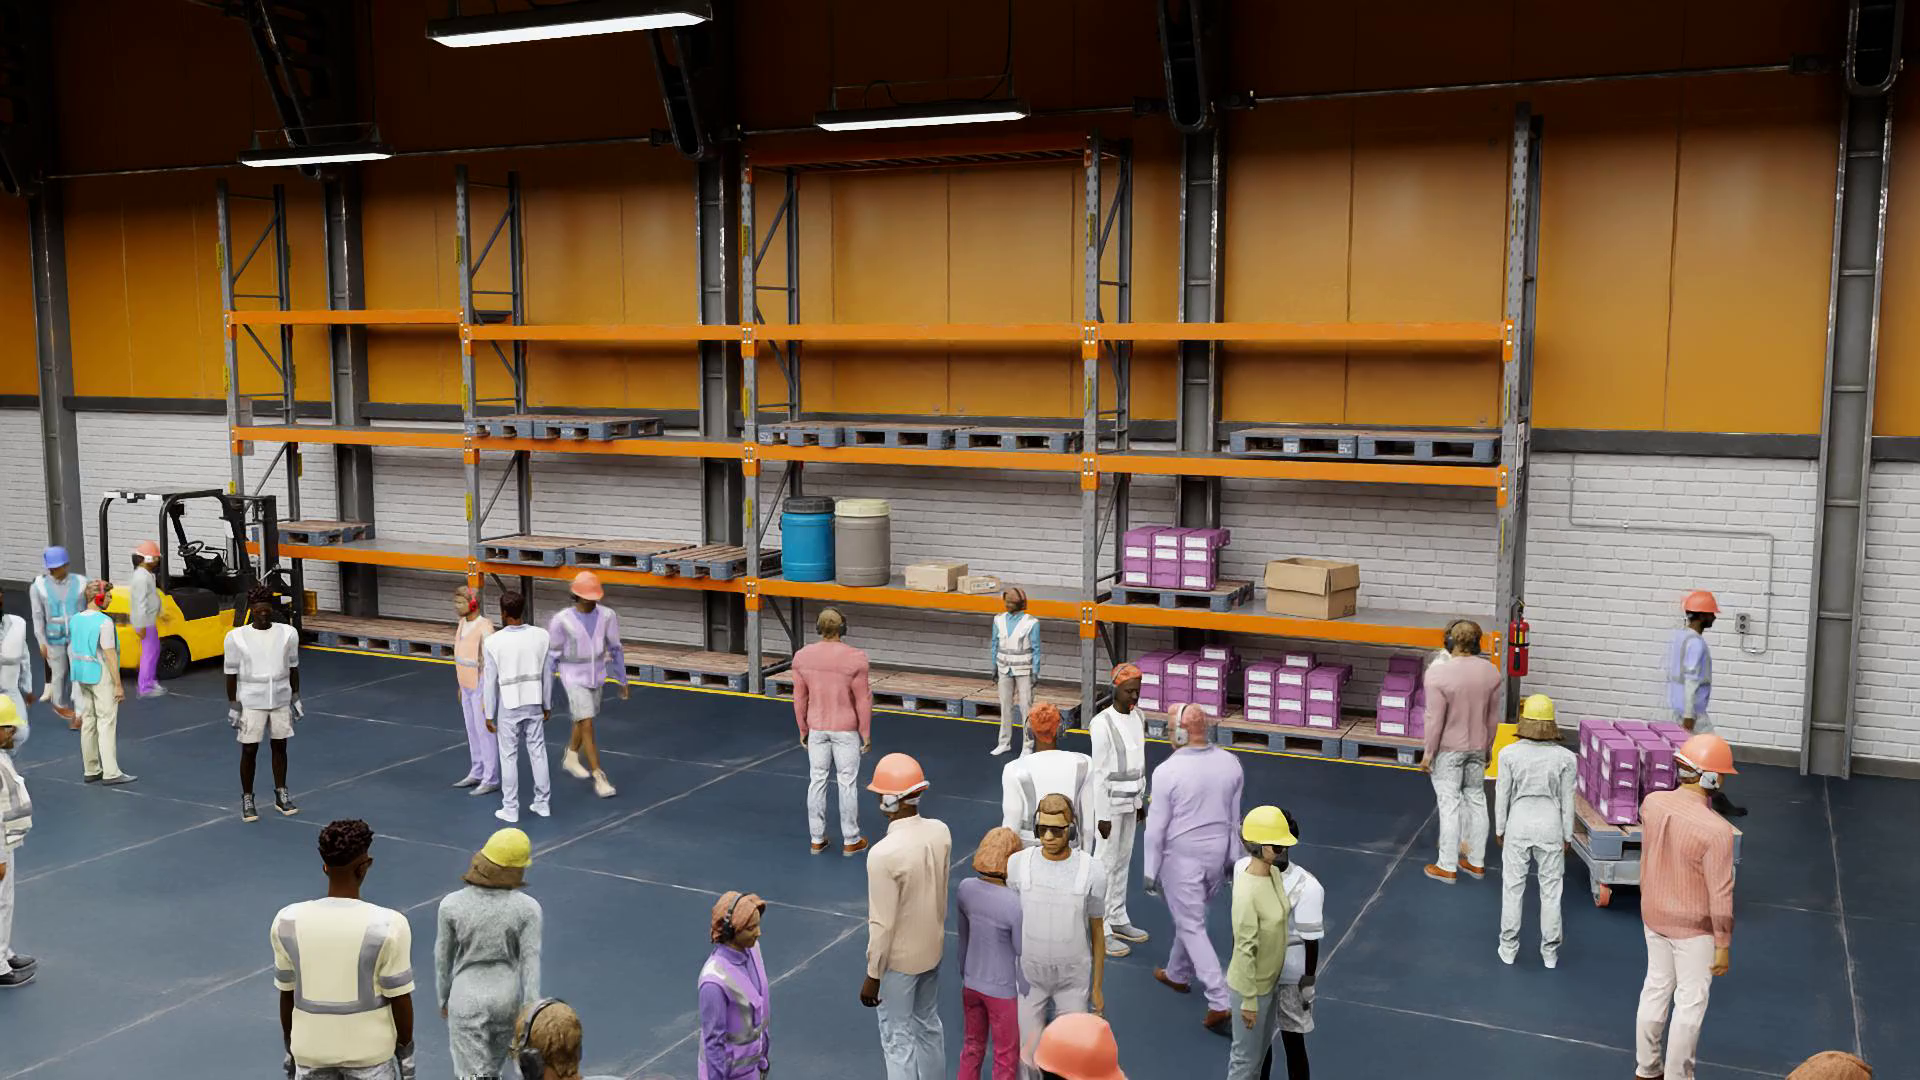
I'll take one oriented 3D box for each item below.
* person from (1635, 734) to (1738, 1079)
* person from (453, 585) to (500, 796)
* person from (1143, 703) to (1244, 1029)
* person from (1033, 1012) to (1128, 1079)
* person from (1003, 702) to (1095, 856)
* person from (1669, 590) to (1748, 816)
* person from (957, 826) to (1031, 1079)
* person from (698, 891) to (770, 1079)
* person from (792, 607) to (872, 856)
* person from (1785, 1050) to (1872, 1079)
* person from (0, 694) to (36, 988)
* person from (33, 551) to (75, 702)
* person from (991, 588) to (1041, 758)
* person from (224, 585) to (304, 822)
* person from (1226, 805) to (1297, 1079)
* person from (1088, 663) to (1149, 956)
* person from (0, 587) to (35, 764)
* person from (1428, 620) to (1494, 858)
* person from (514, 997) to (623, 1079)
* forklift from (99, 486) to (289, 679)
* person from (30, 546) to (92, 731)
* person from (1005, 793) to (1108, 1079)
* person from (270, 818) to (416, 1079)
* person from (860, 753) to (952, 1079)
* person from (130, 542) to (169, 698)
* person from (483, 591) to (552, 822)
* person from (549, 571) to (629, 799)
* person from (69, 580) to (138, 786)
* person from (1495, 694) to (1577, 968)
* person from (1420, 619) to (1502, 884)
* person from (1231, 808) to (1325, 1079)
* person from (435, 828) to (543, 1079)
[{"bbox_3d":[3.750,1.968,8.571,0.411,1.979,0.625,-2,7,-17],"label":"person"},{"bbox_3d":[-4.227,1.303,14.587,0.372,1.843,0.570,-6,9,-39],"label":"person"},{"bbox_3d":[1.378,1.880,9.792,0.640,1.863,0.976,-4,8,-28],"label":"person"},{"bbox_3d":[0.340,2.403,5.220,0.455,1.910,0.536,3,7,23],"label":"person"},{"bbox_3d":[0.512,1.873,9.720,0.573,1.885,0.357,-2,7,-17],"label":"person"},{"bbox_3d":[6.134,1.356,13.956,0.893,1.903,0.558,1,7,12],"label":"person"},{"bbox_3d":[0.175,2.199,8.103,0.288,1.626,0.498,-7,10,-44],"label":"person"},{"bbox_3d":[-0.974,2.306,7.188,0.319,1.631,0.523,2,7,12],"label":"person"},{"bbox_3d":[-0.975,1.471,12.824,0.632,1.940,0.372,2,7,14],"label":"person"},{"bbox_3d":[2.875,2.498,5.584,0.283,1.633,0.498,2,7,16],"label":"person"},{"bbox_3d":[-5.921,1.846,10.224,0.403,1.818,0.602,-4,8,-31],"label":"person"},{"bbox_3d":[-9.907,0.930,18.281,0.532,1.697,0.319,-1,7,-12],"label":"person"},{"bbox_3d":[0.532,1.260,15.802,0.516,1.636,0.314,4,8,32],"label":"person"},{"bbox_3d":[-5.772,1.336,13.817,0.609,1.964,0.367,-6,9,-39],"label":"person"},{"bbox_3d":[1.452,2.140,8.007,0.312,1.768,0.530,3,8,24],"label":"person"},{"bbox_3d":[1.042,1.735,10.861,0.359,1.884,0.573,5,8,33],"label":"person"},{"bbox_3d":[-8.276,1.307,14.279,0.425,1.908,0.644,4,8,30],"label":"person"},{"bbox_3d":[3.923,1.523,12.832,0.664,1.823,0.548,-7,10,-44],"label":"person"},{"bbox_3d":[-1.255,2.394,5.267,0.387,1.928,0.636,4,8,28],"label":"person"},{"bbox_3d":[-9.426,0.454,20.179,1.214,2.155,2.313,3,8,26],"label":"forklift"},{"bbox_3d":[-9.187,0.973,17.117,0.610,1.904,0.875,-4,8,-29],"label":"person"},{"bbox_3d":[0.446,2.107,7.946,0.504,1.847,0.344,1,7,11],"label":"person"},{"bbox_3d":[-2.615,2.156,7.111,0.598,1.958,0.370,0,7,2],"label":"person"},{"bbox_3d":[-0.275,2.016,8.094,0.386,1.992,0.615,4,8,31],"label":"person"},{"bbox_3d":[-9.039,0.888,18.534,0.396,1.732,0.566,-4,8,-27],"label":"person"},{"bbox_3d":[-3.644,1.375,13.746,0.595,1.910,0.389,-6,9,-39],"label":"person"},{"bbox_3d":[-3.305,1.229,14.703,0.665,1.976,1.095,-6,9,-41],"label":"person"},{"bbox_3d":[-7.693,1.277,14.838,0.563,1.837,0.389,4,8,29],"label":"person"},{"bbox_3d":[3.652,1.843,10.590,0.485,1.737,0.320,2,7,17],"label":"person"},{"bbox_3d":[3.660,1.551,12.207,0.630,1.928,0.369,-2,7,-19],"label":"person"},{"bbox_3d":[1.560,2.146,8.278,0.320,1.695,0.534,-6,9,-41],"label":"person"},{"bbox_3d":[-2.229,2.191,7.896,0.485,1.680,0.815,-3,7,-21],"label":"person"}]
